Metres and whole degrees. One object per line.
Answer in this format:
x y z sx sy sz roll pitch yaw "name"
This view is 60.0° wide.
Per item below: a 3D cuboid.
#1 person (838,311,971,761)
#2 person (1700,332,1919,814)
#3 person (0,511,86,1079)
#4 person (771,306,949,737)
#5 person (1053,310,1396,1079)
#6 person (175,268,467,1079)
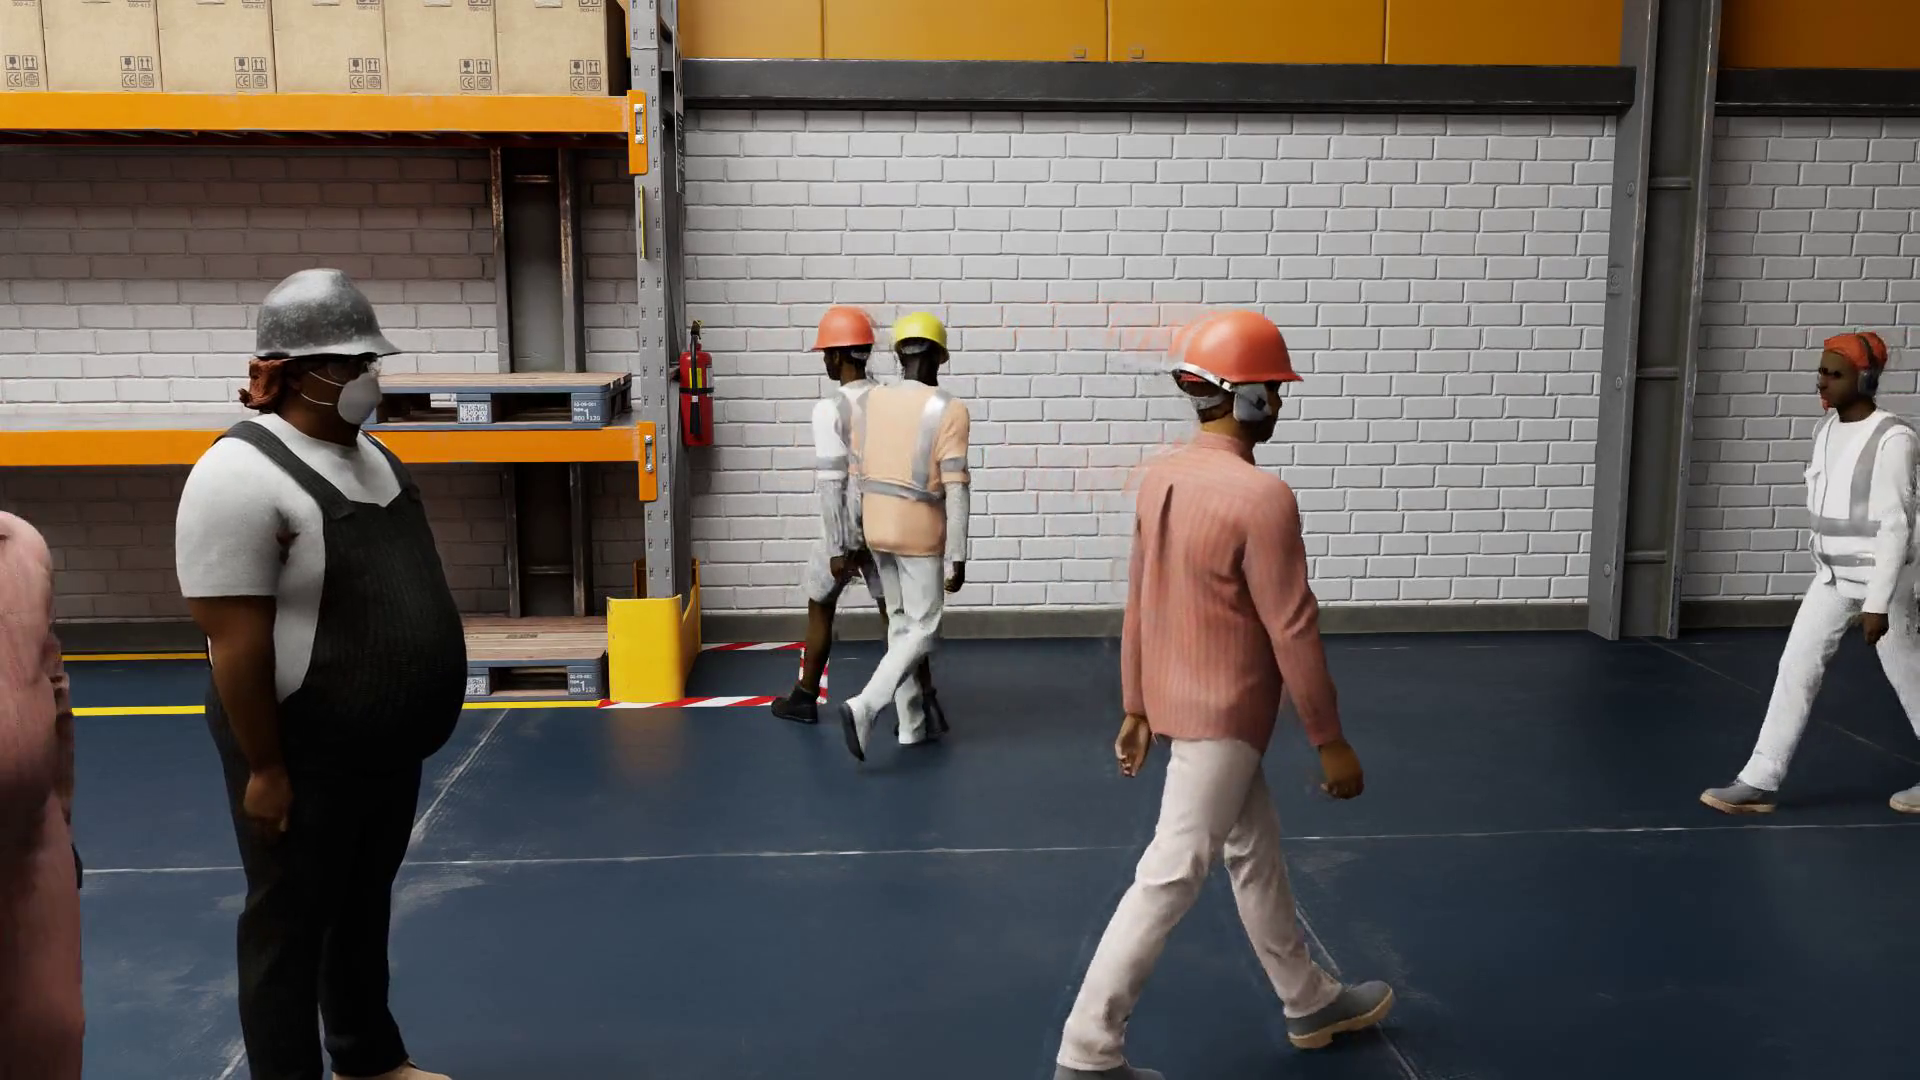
-0.268 -0.001 6.882 0.646 1.876 0.749 6 11 35 "person"
3.353 0.146 6.148 1.031 1.825 0.587 -1 9 -5 "person"
-2.004 0.593 3.180 0.809 1.876 0.654 4 10 25 "person"
-0.441 -0.070 7.283 0.554 1.899 0.954 -8 12 -43 "person"
0.656 0.420 4.065 1.043 1.942 0.615 -3 9 -16 "person"
-1.383 0.412 3.773 0.536 2.000 0.680 2 9 10 "person"
